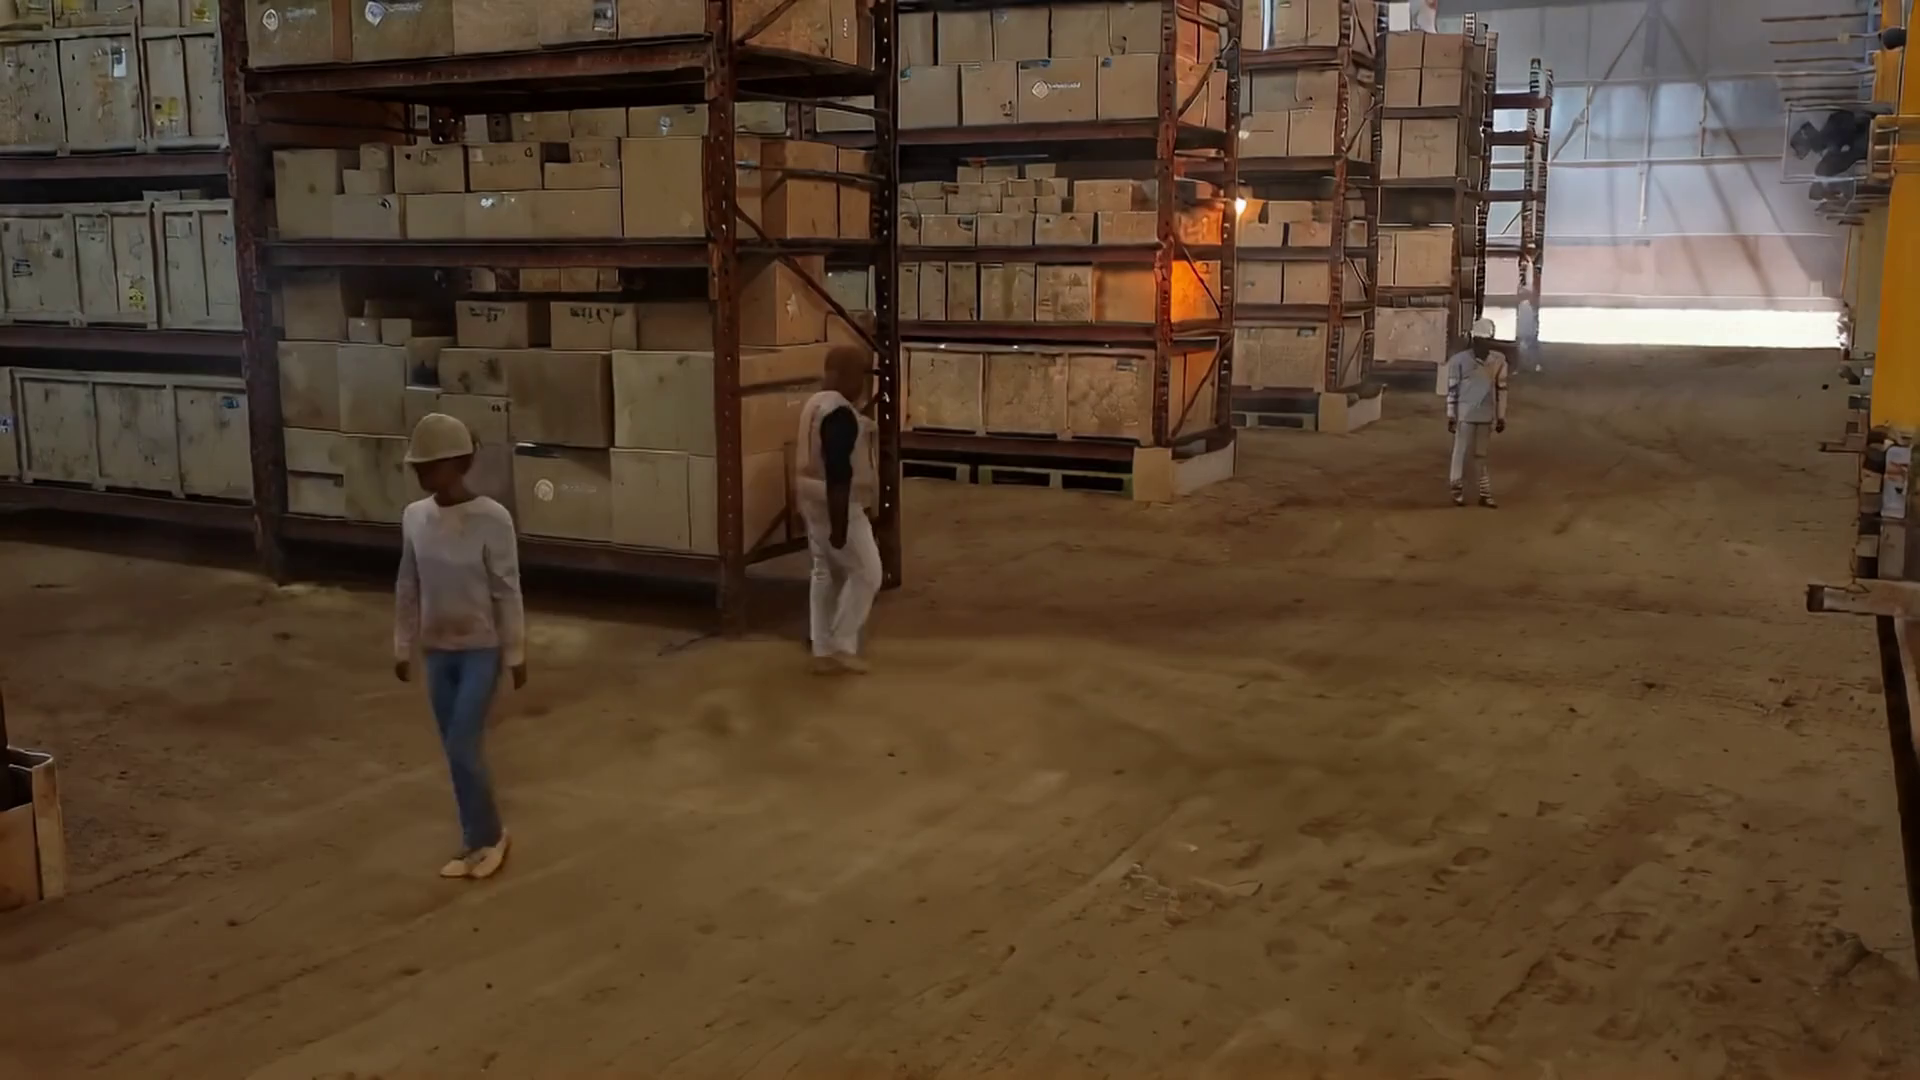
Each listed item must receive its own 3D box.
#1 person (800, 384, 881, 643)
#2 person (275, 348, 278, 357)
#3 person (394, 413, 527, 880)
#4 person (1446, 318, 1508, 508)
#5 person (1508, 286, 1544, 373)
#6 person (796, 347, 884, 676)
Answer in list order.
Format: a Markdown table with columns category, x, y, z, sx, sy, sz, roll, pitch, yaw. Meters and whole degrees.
| category | x | y | z | sx | sy | sz | roll | pitch | yaw |
| --- | --- | --- | --- | --- | --- | --- | --- | --- | --- |
| person | -0.701 | -0.180 | 9.914 | 0.524 | 1.630 | 0.313 | -6 | 11 | -30 |
| person | -7.568 | -1.785 | 18.223 | 0.710 | 1.974 | 0.619 | 7 | 12 | 35 |
| person | -1.864 | 0.405 | 6.140 | 0.554 | 1.748 | 0.407 | 6 | 11 | 29 |
| person | 4.740 | -1.160 | 15.246 | 0.566 | 1.744 | 0.349 | -1 | 10 | -3 |
| person | 11.031 | -4.077 | 32.253 | 0.675 | 1.705 | 0.539 | 0 | 10 | 2 |
| person | -0.659 | -0.151 | 9.188 | 0.476 | 1.818 | 0.645 | -3 | 10 | -18 |
